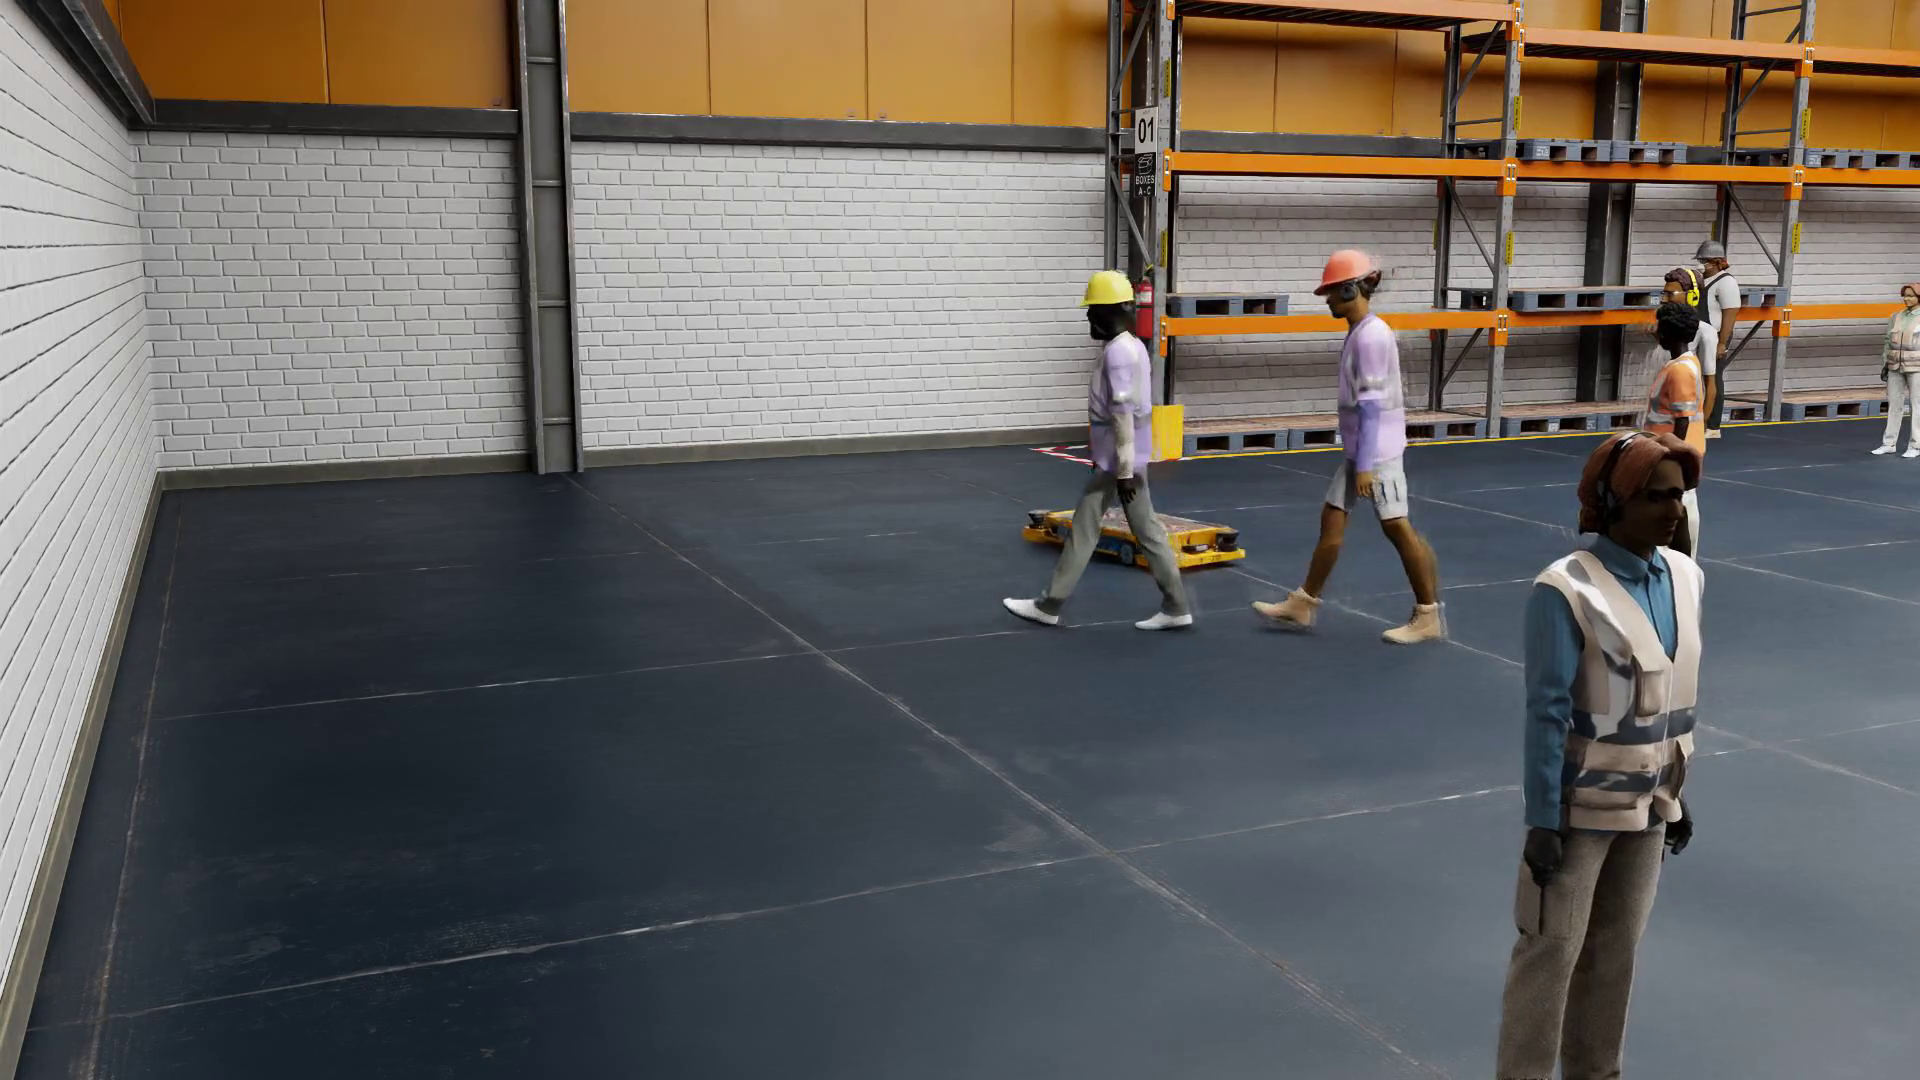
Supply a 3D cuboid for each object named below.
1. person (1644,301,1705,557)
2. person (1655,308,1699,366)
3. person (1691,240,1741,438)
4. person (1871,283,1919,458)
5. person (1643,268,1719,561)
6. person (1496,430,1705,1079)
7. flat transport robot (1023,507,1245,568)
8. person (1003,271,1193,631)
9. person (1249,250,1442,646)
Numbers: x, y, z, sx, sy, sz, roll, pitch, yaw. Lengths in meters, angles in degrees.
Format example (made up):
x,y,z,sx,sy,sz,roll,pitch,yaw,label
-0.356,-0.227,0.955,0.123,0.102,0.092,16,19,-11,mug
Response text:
x,y,z,sx,sy,sz,roll,pitch,yaw,label
3.957,-0.469,9.228,0.322,1.697,0.531,4,11,22,person
4.591,-0.700,10.702,0.346,1.618,0.533,3,11,17,person
7.684,-2.074,17.213,0.537,2.000,0.688,-1,10,-4,person
8.924,-1.594,15.659,0.309,1.641,0.514,-5,11,-25,person
4.210,-0.660,9.812,0.319,1.871,0.532,-2,10,-12,person
1.375,0.580,3.546,0.518,1.639,0.312,-7,12,-32,person
1.104,-0.038,10.800,0.652,0.197,1.431,-7,13,-36,flat transport robot
0.762,-0.446,8.608,1.009,1.868,0.615,3,11,15,person
1.984,-0.460,8.413,1.024,1.971,0.705,1,10,8,person
